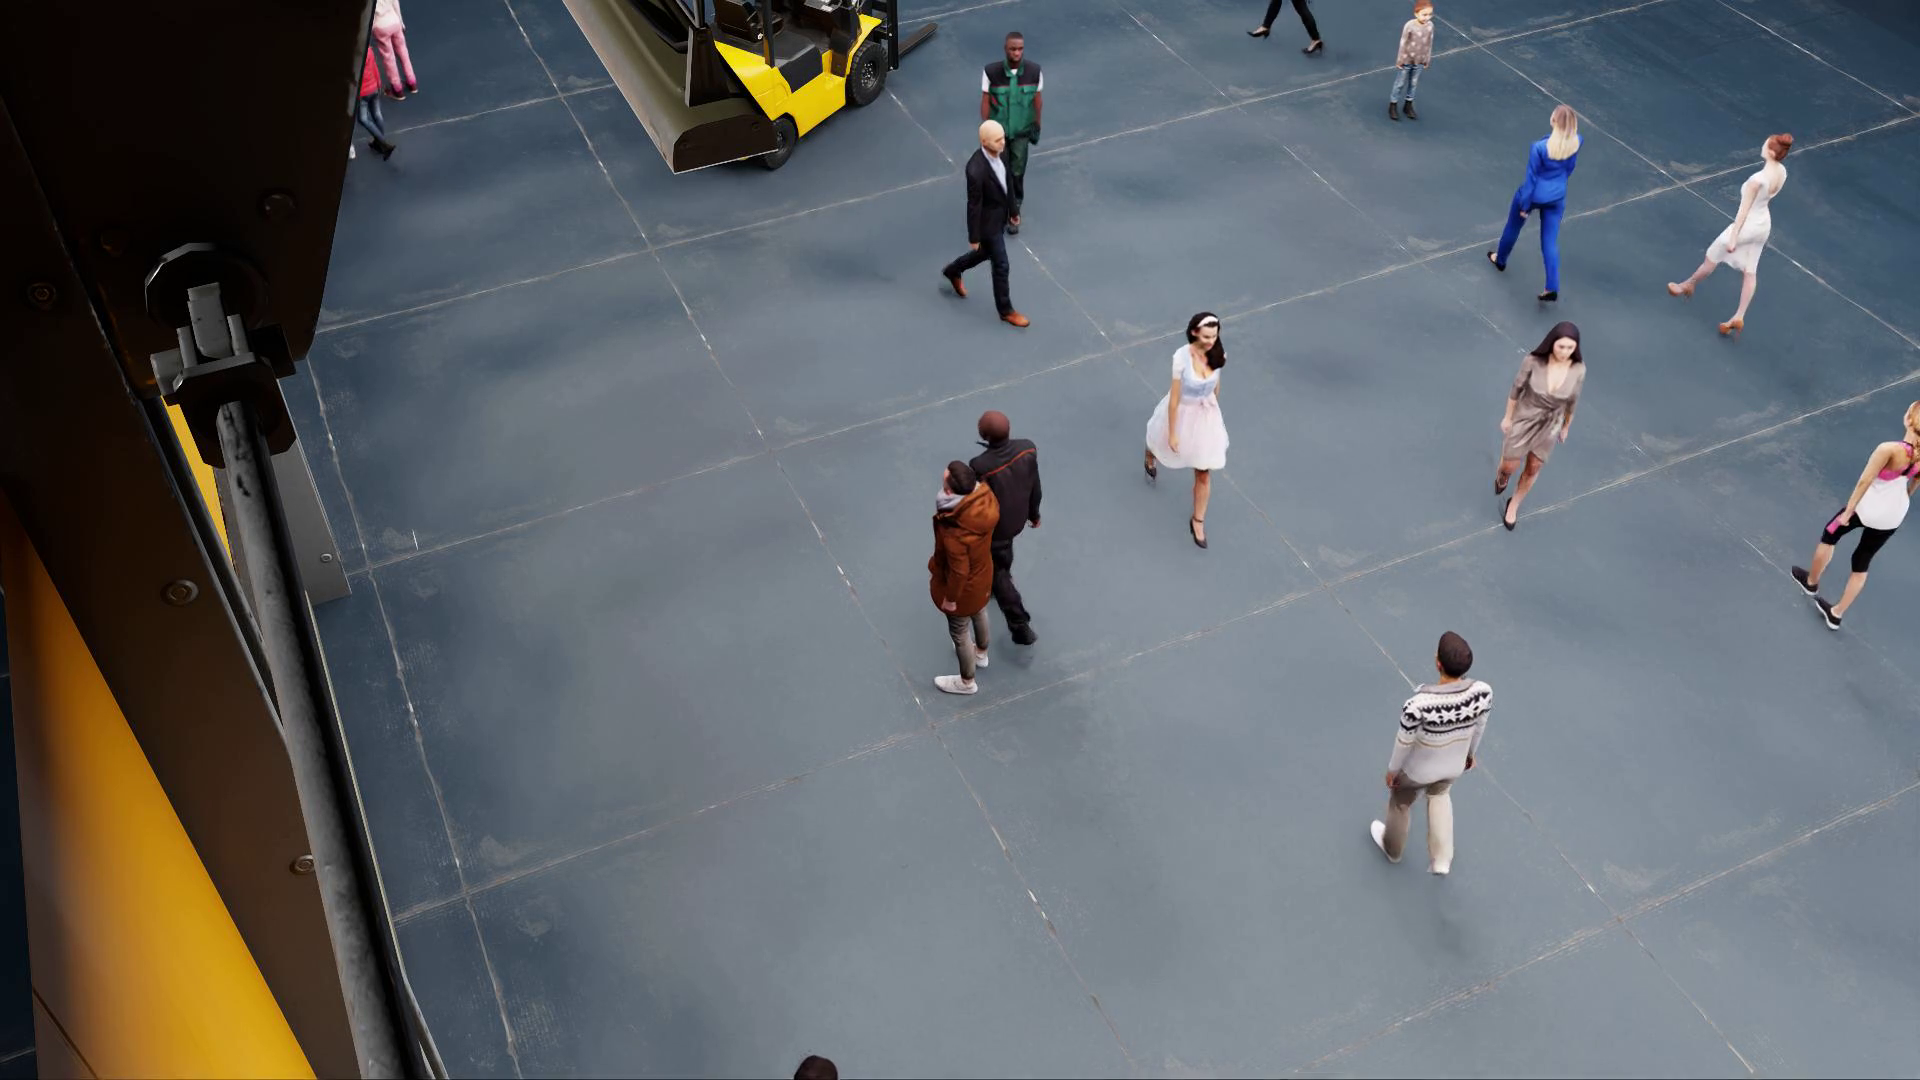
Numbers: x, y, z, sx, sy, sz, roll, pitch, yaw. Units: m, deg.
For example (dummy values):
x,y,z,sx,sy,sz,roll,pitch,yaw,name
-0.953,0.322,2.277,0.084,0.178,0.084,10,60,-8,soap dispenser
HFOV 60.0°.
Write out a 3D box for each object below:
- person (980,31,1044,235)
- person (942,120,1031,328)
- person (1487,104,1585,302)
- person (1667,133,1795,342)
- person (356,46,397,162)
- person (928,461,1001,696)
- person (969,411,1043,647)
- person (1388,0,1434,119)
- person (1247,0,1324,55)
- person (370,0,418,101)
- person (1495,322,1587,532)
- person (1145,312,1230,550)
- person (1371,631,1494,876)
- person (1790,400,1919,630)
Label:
x,y,z,sx,sy,sz,roll,pitch,yaw,name
0.415,-3.553,14.323,0.839,1.830,0.956,-5,44,-5,person
0.192,-2.588,13.347,1.214,1.779,1.086,20,47,20,person
4.803,-2.719,13.569,0.815,1.662,1.204,-7,44,-7,person
6.279,-2.357,13.114,0.626,1.765,0.979,-21,47,-21,person
-5.426,-4.099,15.275,0.834,1.307,0.710,28,50,26,person
0.038,0.229,10.349,0.895,1.836,0.845,17,46,17,person
0.296,-0.077,10.693,0.864,1.804,1.180,-22,48,-21,person
4.324,-4.610,15.895,0.526,1.192,0.528,-4,44,-4,person
3.408,-5.636,16.670,1.137,1.607,1.007,21,48,21,person
-5.553,-4.970,16.090,0.621,1.445,0.621,33,53,30,person
3.983,-0.841,11.544,0.779,1.736,0.845,7,44,7,person
1.530,-0.853,11.528,0.779,1.775,1.230,-11,45,-11,person
2.655,1.282,9.239,0.803,1.843,0.895,-9,44,-9,person
5.943,-0.107,10.751,0.815,1.768,0.916,-1,44,-1,person
